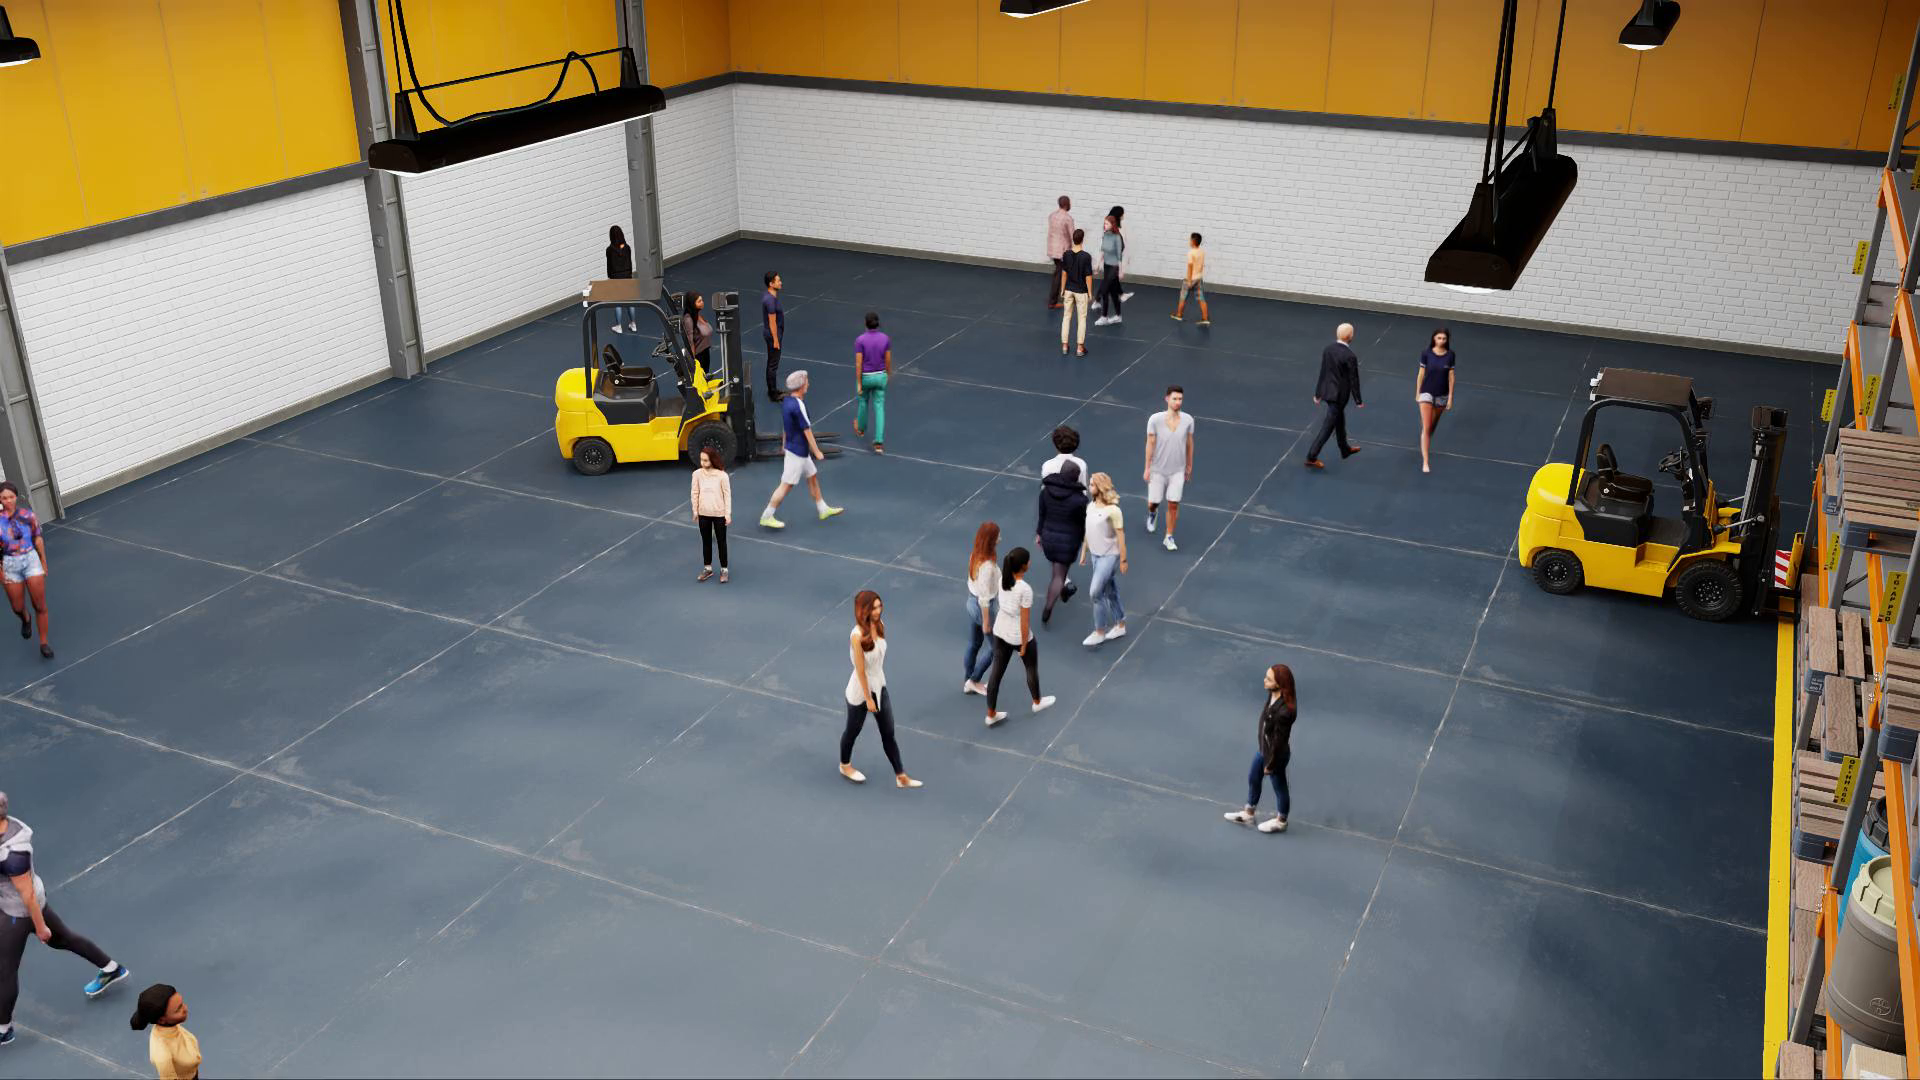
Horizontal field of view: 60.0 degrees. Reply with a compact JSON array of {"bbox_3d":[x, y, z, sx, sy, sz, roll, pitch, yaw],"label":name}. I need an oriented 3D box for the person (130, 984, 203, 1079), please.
[{"bbox_3d":[-4.360,3.148,9.176,0.794,1.646,0.729,-7,24,-15],"label":"person"}]

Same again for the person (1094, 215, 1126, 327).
[{"bbox_3d":[2.433,-4.197,25.888,0.899,1.719,0.823,-10,26,-22],"label":"person"}]

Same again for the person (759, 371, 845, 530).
[{"bbox_3d":[-1.885,-0.950,18.370,1.238,1.790,1.199,-7,25,-16],"label":"person"}]

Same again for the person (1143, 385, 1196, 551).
[{"bbox_3d":[2.230,-0.817,18.005,0.933,1.840,1.035,-2,24,-4],"label":"person"}]

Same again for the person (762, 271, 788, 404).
[{"bbox_3d":[-2.537,-2.768,22.526,0.779,1.793,0.668,-4,24,-8],"label":"person"}]

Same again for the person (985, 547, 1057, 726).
[{"bbox_3d":[0.401,0.875,14.426,0.777,1.607,1.015,20,30,37],"label":"person"}]

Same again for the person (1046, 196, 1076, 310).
[{"bbox_3d":[1.555,-4.601,26.741,1.158,1.776,1.004,-16,28,-32],"label":"person"}]

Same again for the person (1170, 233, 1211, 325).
[{"bbox_3d":[3.699,-4.032,25.874,0.987,1.427,0.885,-18,29,-35],"label":"person"}]

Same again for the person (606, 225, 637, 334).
[{"bbox_3d":[-5.213,-4.019,25.575,0.624,1.643,0.702,-12,26,-25],"label":"person"}]

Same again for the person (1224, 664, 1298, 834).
[{"bbox_3d":[2.505,1.621,12.886,0.820,1.472,0.778,-2,24,-5],"label":"person"}]

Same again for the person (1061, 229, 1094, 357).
[{"bbox_3d":[1.712,-3.647,24.465,0.630,1.851,0.540,11,26,24],"label":"person"}]

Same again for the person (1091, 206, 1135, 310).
[{"bbox_3d":[2.376,-4.471,26.611,1.224,1.641,0.990,-18,29,-35],"label":"person"}]

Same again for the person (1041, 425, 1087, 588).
[{"bbox_3d":[1.060,-0.260,16.787,0.917,1.795,1.034,-3,24,-8],"label":"person"}]

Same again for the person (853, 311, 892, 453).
[{"bbox_3d":[-1.060,-1.941,20.718,1.091,1.726,1.166,-8,25,-17],"label":"person"}]

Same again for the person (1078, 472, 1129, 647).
[{"bbox_3d":[1.458,0.156,15.963,0.948,1.693,0.864,-17,29,-33],"label":"person"}]

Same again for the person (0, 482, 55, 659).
[{"bbox_3d":[-8.847,0.261,15.673,0.871,1.732,0.875,-16,28,-32],"label":"person"}]

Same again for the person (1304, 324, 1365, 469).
[{"bbox_3d":[4.496,-1.708,20.137,1.278,1.765,1.152,-11,26,-24],"label":"person"}]

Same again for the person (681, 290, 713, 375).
[{"bbox_3d":[-3.400,-2.314,21.426,0.771,1.842,0.634,3,24,8],"label":"person"}]

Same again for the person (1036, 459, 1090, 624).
[{"bbox_3d":[0.976,0.039,16.304,0.704,1.634,1.068,10,26,22],"label":"person"}]

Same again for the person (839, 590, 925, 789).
[{"bbox_3d":[-0.836,1.214,13.472,0.767,1.749,1.001,17,29,33],"label":"person"}]

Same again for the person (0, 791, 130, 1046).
[{"bbox_3d":[-5.967,2.366,10.802,1.348,1.777,1.110,-16,28,-33],"label":"person"}]

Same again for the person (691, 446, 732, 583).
[{"bbox_3d":[-2.560,-0.277,17.218,0.613,1.481,0.572,4,24,10],"label":"person"}]

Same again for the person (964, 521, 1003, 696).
[{"bbox_3d":[0.118,0.639,14.831,0.779,1.714,0.702,-7,25,-15],"label":"person"}]

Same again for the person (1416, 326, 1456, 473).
[{"bbox_3d":[5.794,-1.767,20.333,0.835,1.715,1.209,3,24,7],"label":"person"}]
